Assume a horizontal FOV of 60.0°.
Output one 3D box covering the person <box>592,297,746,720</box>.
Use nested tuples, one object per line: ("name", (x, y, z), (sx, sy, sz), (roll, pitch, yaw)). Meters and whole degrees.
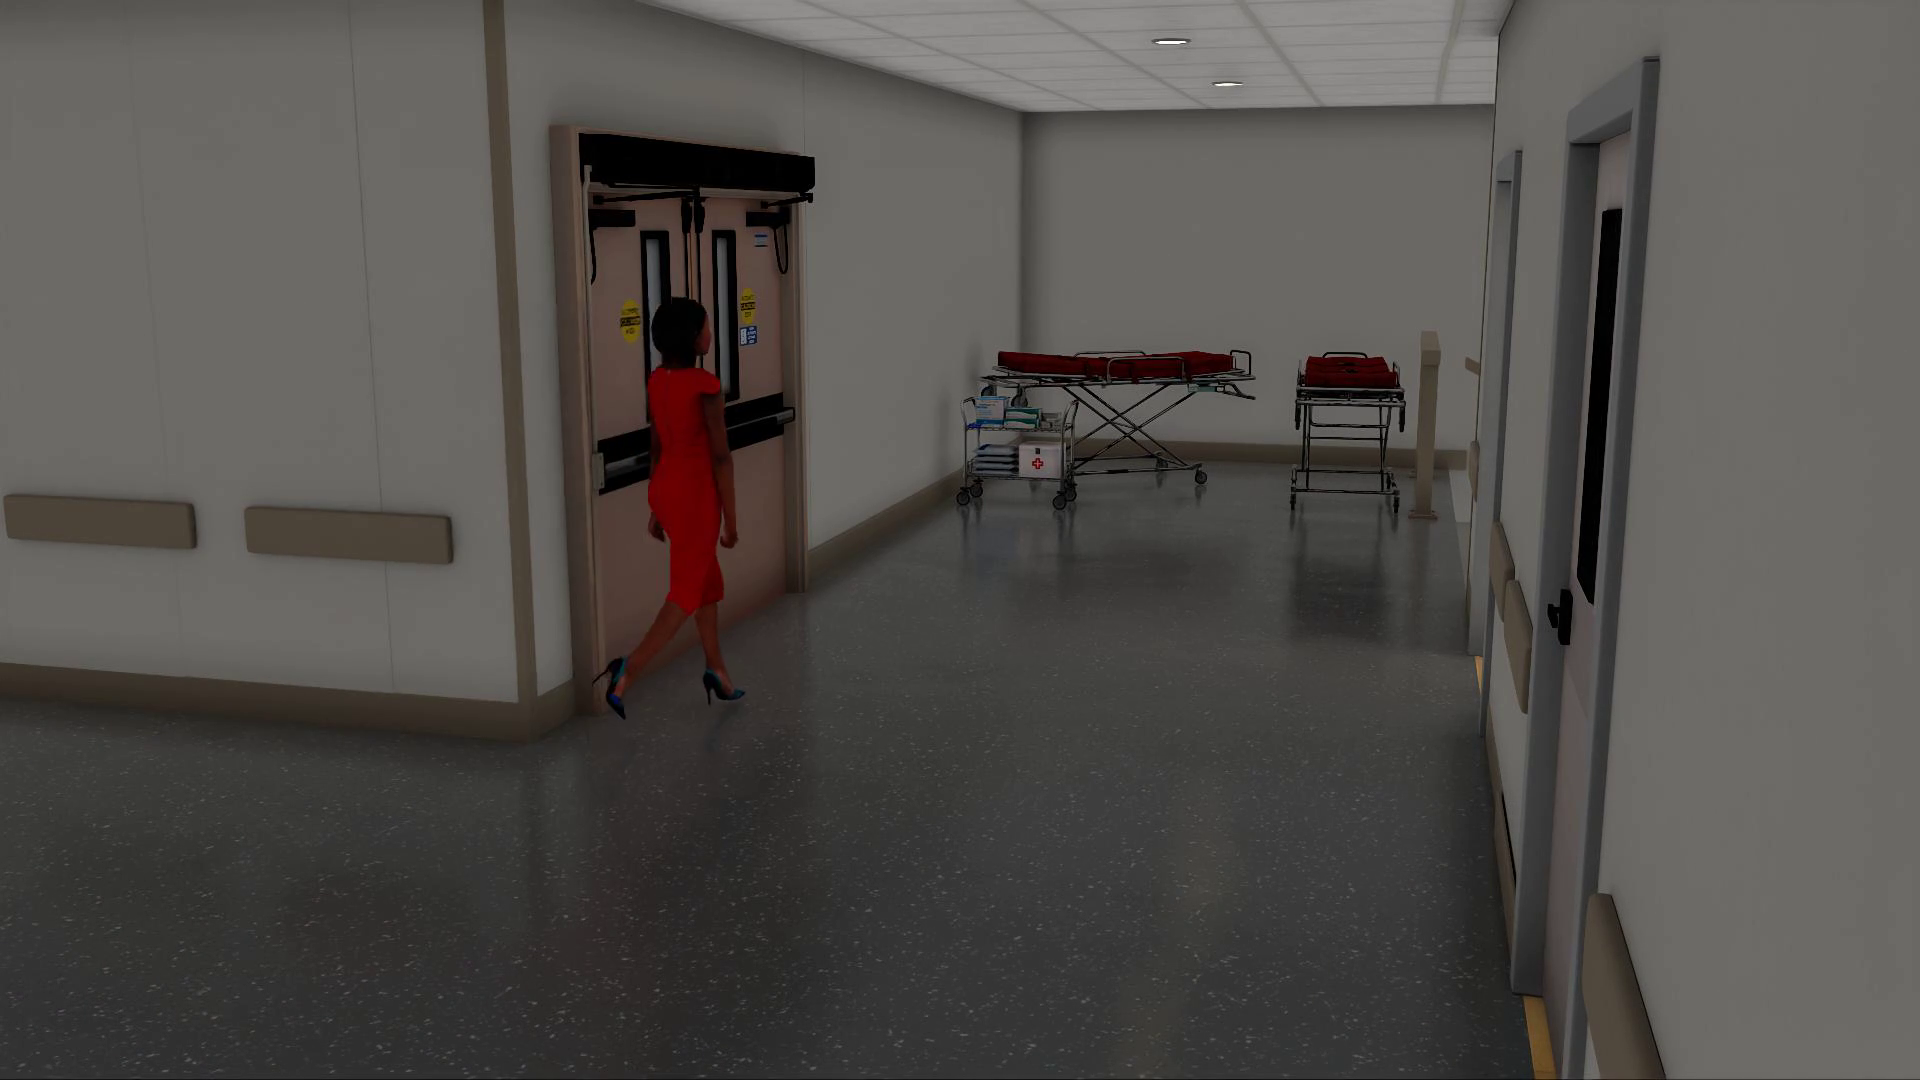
("person", (-1.164, -0.086, 6.722), (0.876, 1.715, 1.140), (9, 14, 39))
